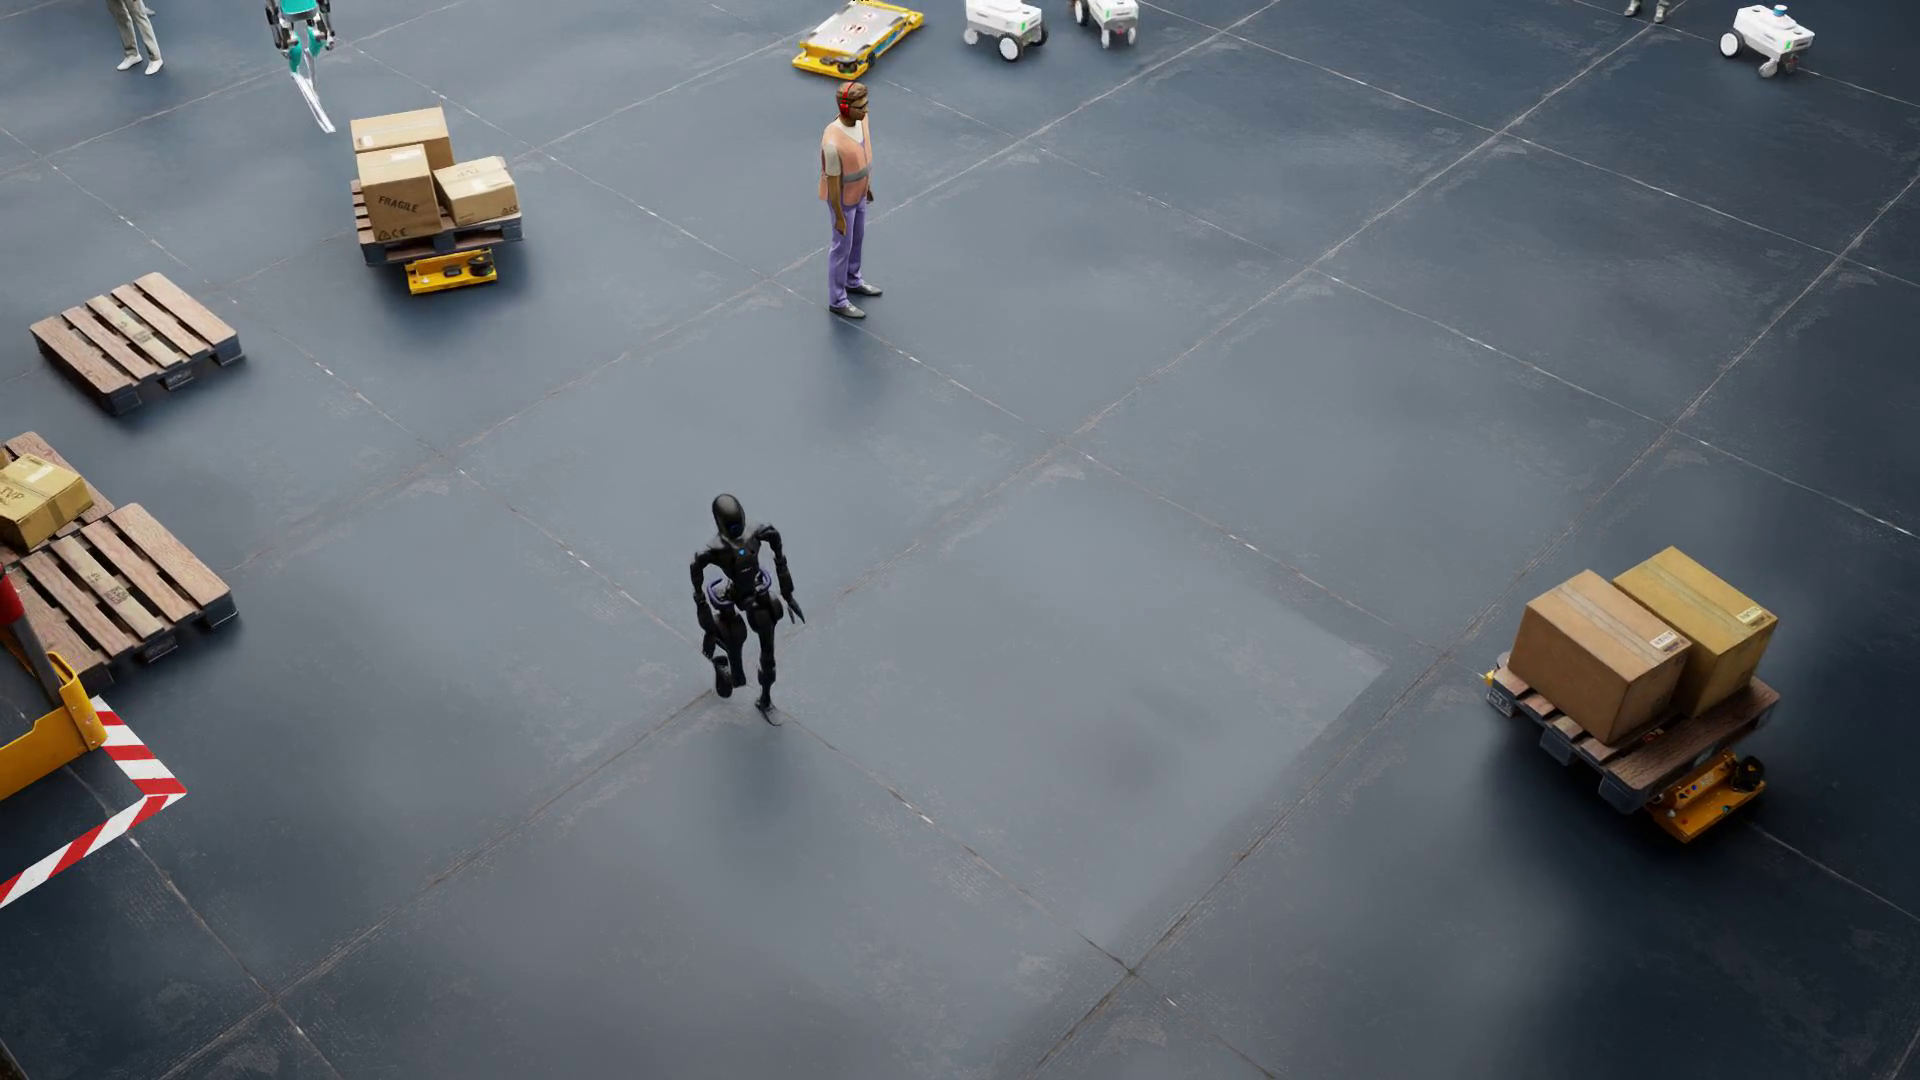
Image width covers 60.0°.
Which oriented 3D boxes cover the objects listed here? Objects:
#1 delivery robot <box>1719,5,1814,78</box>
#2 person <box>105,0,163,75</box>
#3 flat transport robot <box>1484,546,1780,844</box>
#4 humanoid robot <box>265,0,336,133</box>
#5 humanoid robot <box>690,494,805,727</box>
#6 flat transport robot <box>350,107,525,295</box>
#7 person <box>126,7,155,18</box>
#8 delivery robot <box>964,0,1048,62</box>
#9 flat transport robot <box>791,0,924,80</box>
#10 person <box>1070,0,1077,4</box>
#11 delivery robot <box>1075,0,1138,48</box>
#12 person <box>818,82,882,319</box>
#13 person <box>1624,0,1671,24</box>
[{"bbox_3d":[7.558,-4.707,15.537,0.503,0.585,0.757,-17,45,-18],"label":"delivery robot"},{"bbox_3d":[-7.662,-5.042,15.106,0.513,1.636,0.314,15,44,16],"label":"person"},{"bbox_3d":[3.726,1.046,9.364,0.659,0.231,1.431,-24,47,-24],"label":"flat transport robot"},{"bbox_3d":[-5.766,-4.462,14.414,0.549,1.790,0.932,-25,48,-25],"label":"humanoid robot"},{"bbox_3d":[-1.183,0.345,9.095,0.600,1.647,0.439,-23,47,-23],"label":"humanoid robot"},{"bbox_3d":[-4.118,-2.444,13.242,0.659,0.231,1.431,-13,44,-14],"label":"flat transport robot"},{"bbox_3d":[-8.309,-5.931,15.932,0.647,1.853,0.578,7,42,8],"label":"person"},{"bbox_3d":[0.436,-4.906,15.778,0.792,0.611,0.499,26,48,26],"label":"delivery robot"},{"bbox_3d":[-0.965,-4.812,15.874,0.659,0.231,1.431,19,45,20],"label":"flat transport robot"},{"bbox_3d":[1.362,-5.996,16.112,0.508,1.713,0.587,29,50,29],"label":"person"},{"bbox_3d":[1.447,-5.134,16.023,0.499,0.600,0.802,-10,43,-11],"label":"delivery robot"},{"bbox_3d":[-0.822,-2.492,12.128,0.390,1.836,0.559,14,44,15],"label":"person"},{"bbox_3d":[6.789,-5.896,15.914,0.568,1.831,0.408,19,45,20],"label":"person"}]
